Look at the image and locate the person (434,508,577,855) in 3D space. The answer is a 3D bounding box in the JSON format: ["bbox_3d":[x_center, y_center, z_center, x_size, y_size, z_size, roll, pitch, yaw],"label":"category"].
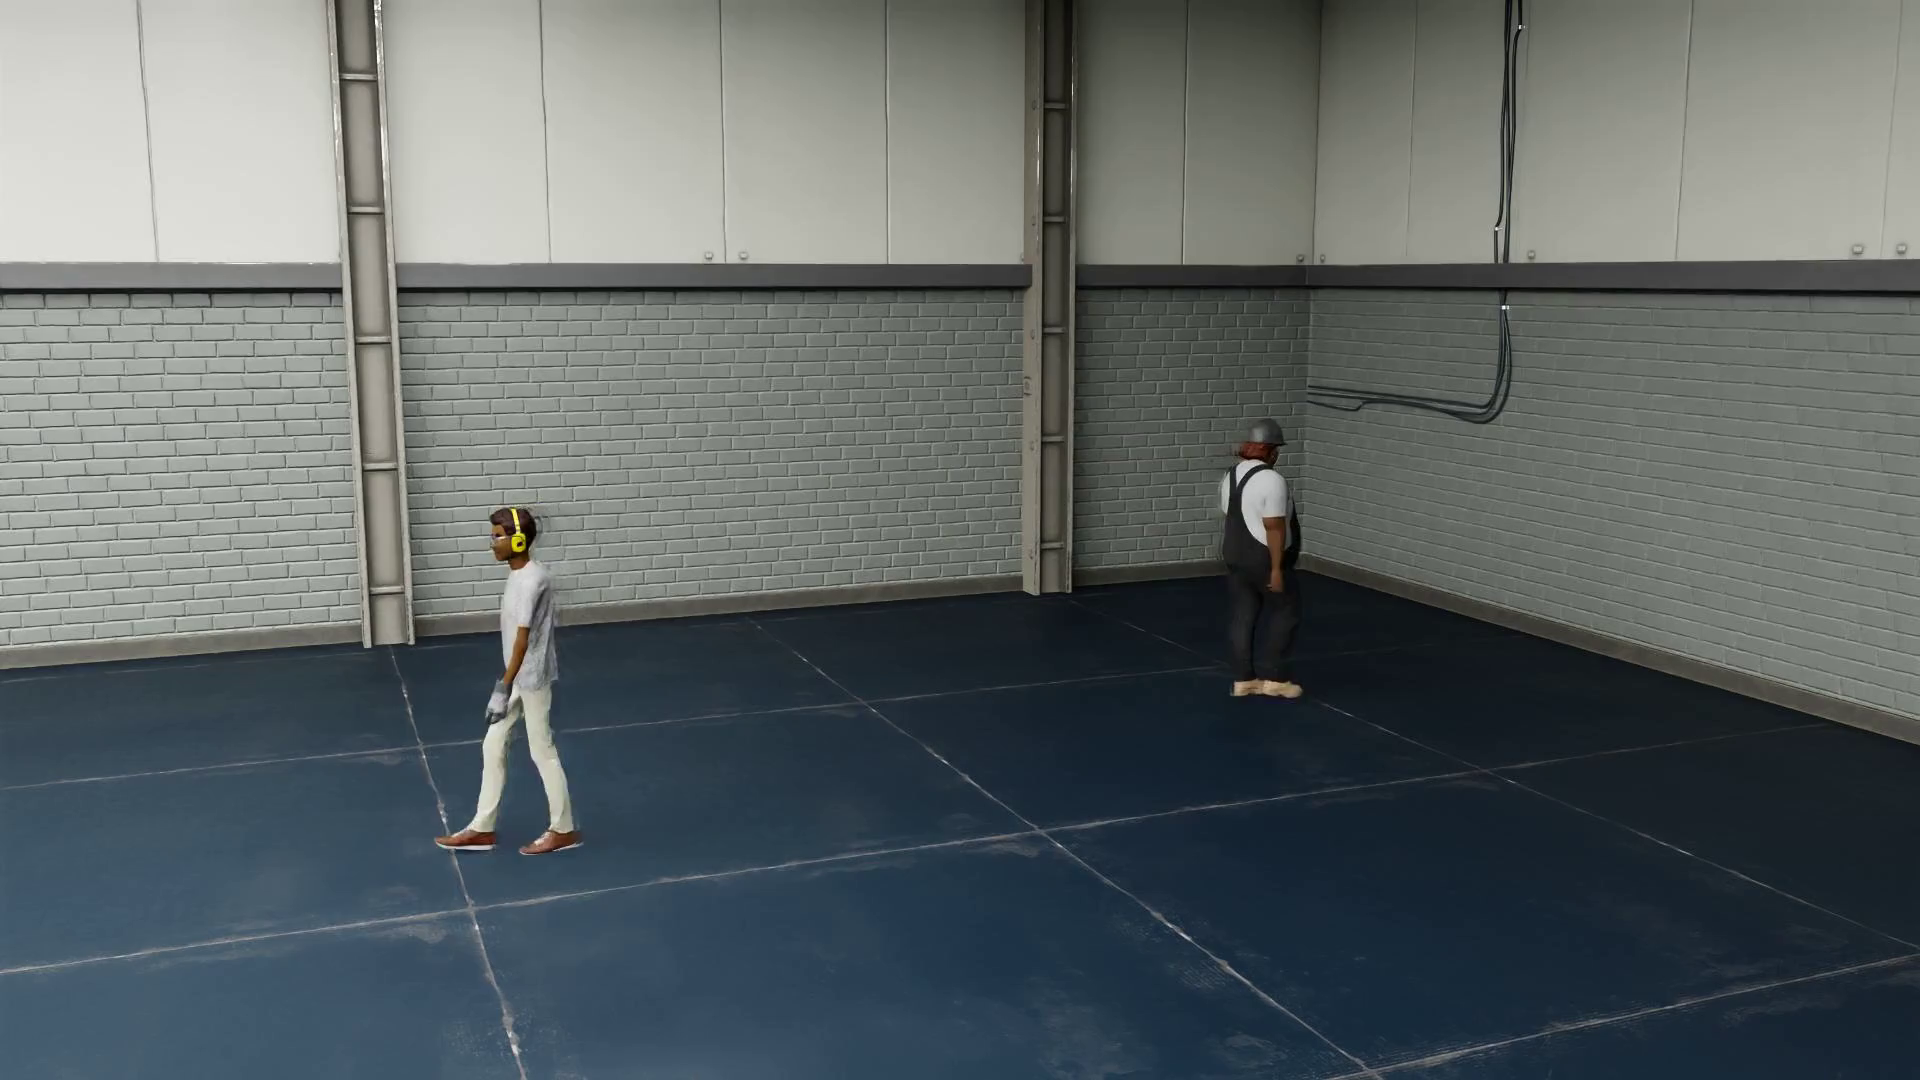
[{"bbox_3d":[-2.372,0.760,8.582,0.782,1.844,0.526,-4,10,-26],"label":"person"}]

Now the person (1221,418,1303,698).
[{"bbox_3d":[2.200,0.125,11.930,0.617,2.000,0.709,-4,10,-24],"label":"person"}]
